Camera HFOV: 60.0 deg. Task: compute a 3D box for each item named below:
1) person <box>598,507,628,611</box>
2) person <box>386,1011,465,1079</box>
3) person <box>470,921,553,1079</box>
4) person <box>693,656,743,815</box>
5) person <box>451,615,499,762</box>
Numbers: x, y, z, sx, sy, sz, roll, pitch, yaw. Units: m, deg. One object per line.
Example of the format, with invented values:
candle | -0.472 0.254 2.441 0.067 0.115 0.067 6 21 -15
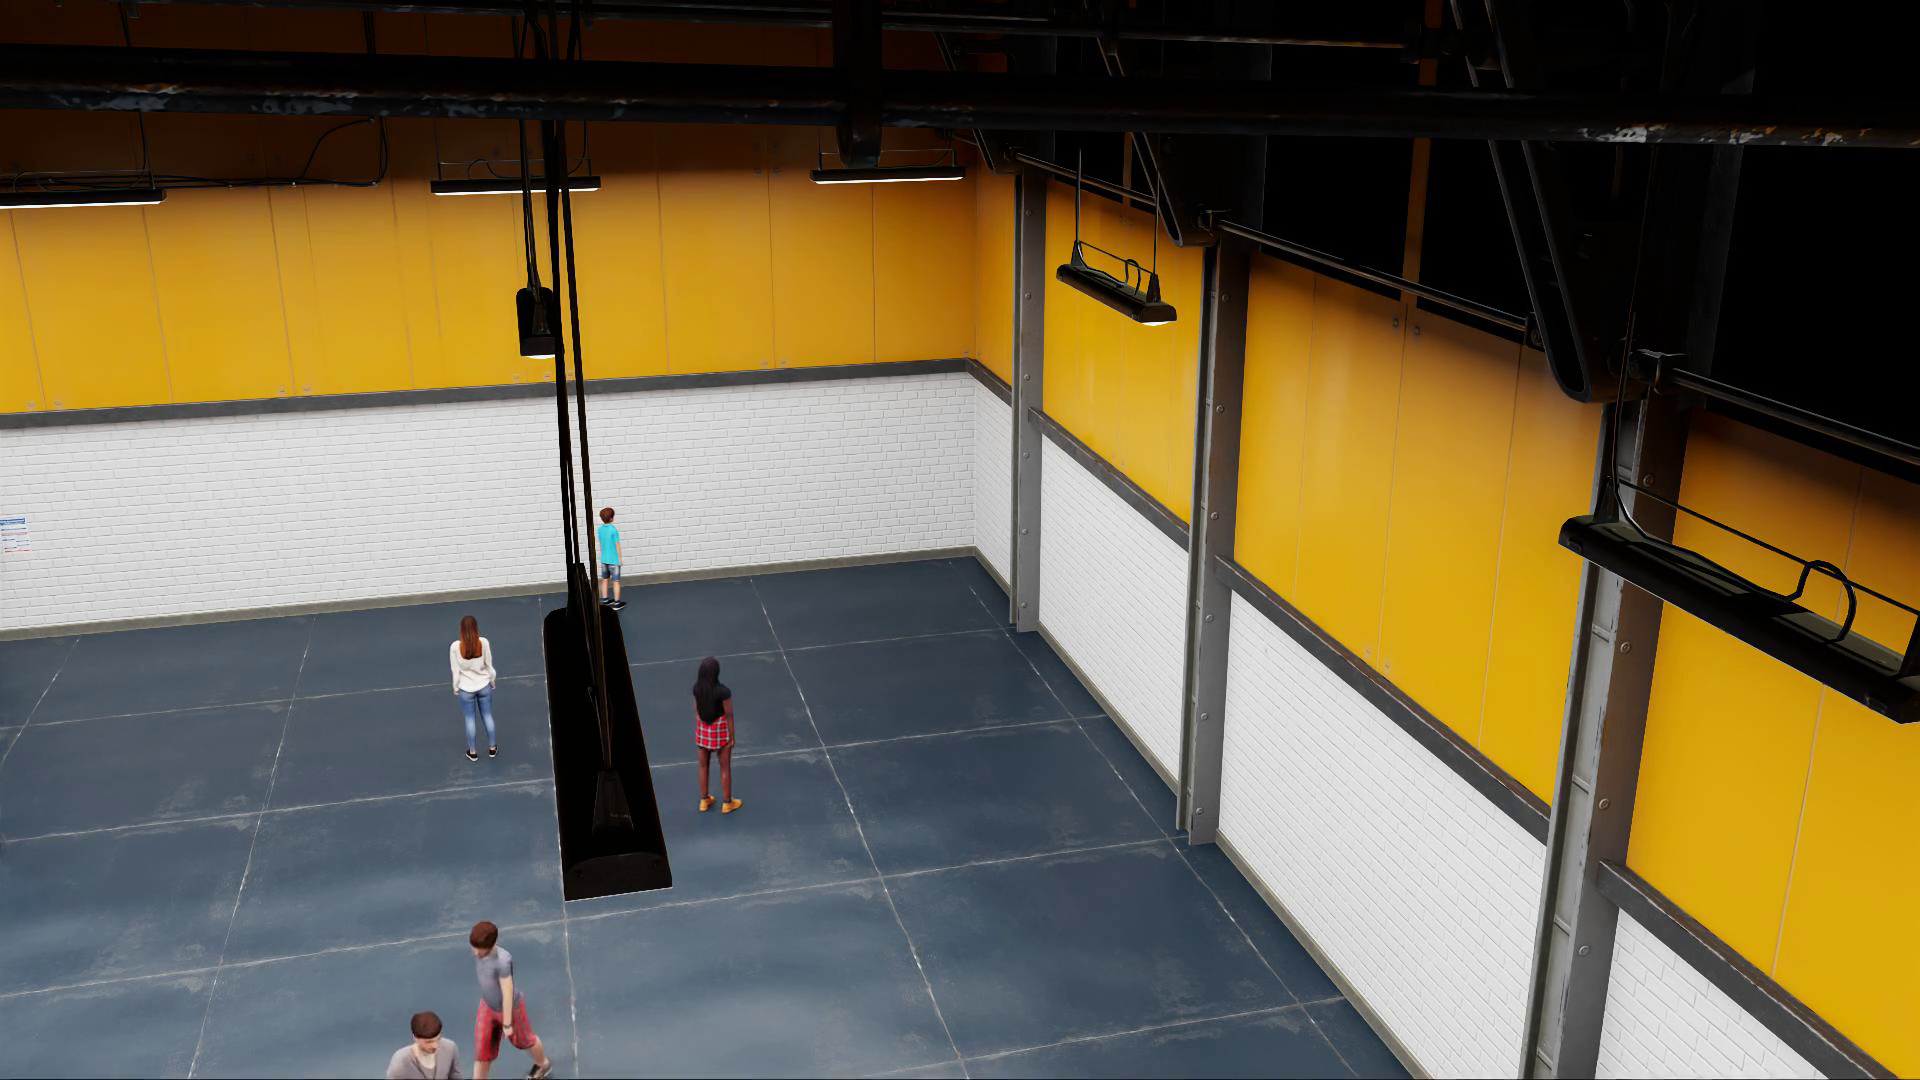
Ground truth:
person | -4.829 0.244 22.966 0.581 1.450 0.649 12 22 31
person | -3.690 3.963 11.308 1.172 1.843 1.343 -17 25 -42
person | -3.466 3.575 12.824 1.099 1.611 1.129 14 23 35
person | -2.555 2.015 17.270 0.713 1.729 0.752 6 20 17
person | -5.385 1.631 18.469 0.649 1.692 0.587 -8 20 -22
